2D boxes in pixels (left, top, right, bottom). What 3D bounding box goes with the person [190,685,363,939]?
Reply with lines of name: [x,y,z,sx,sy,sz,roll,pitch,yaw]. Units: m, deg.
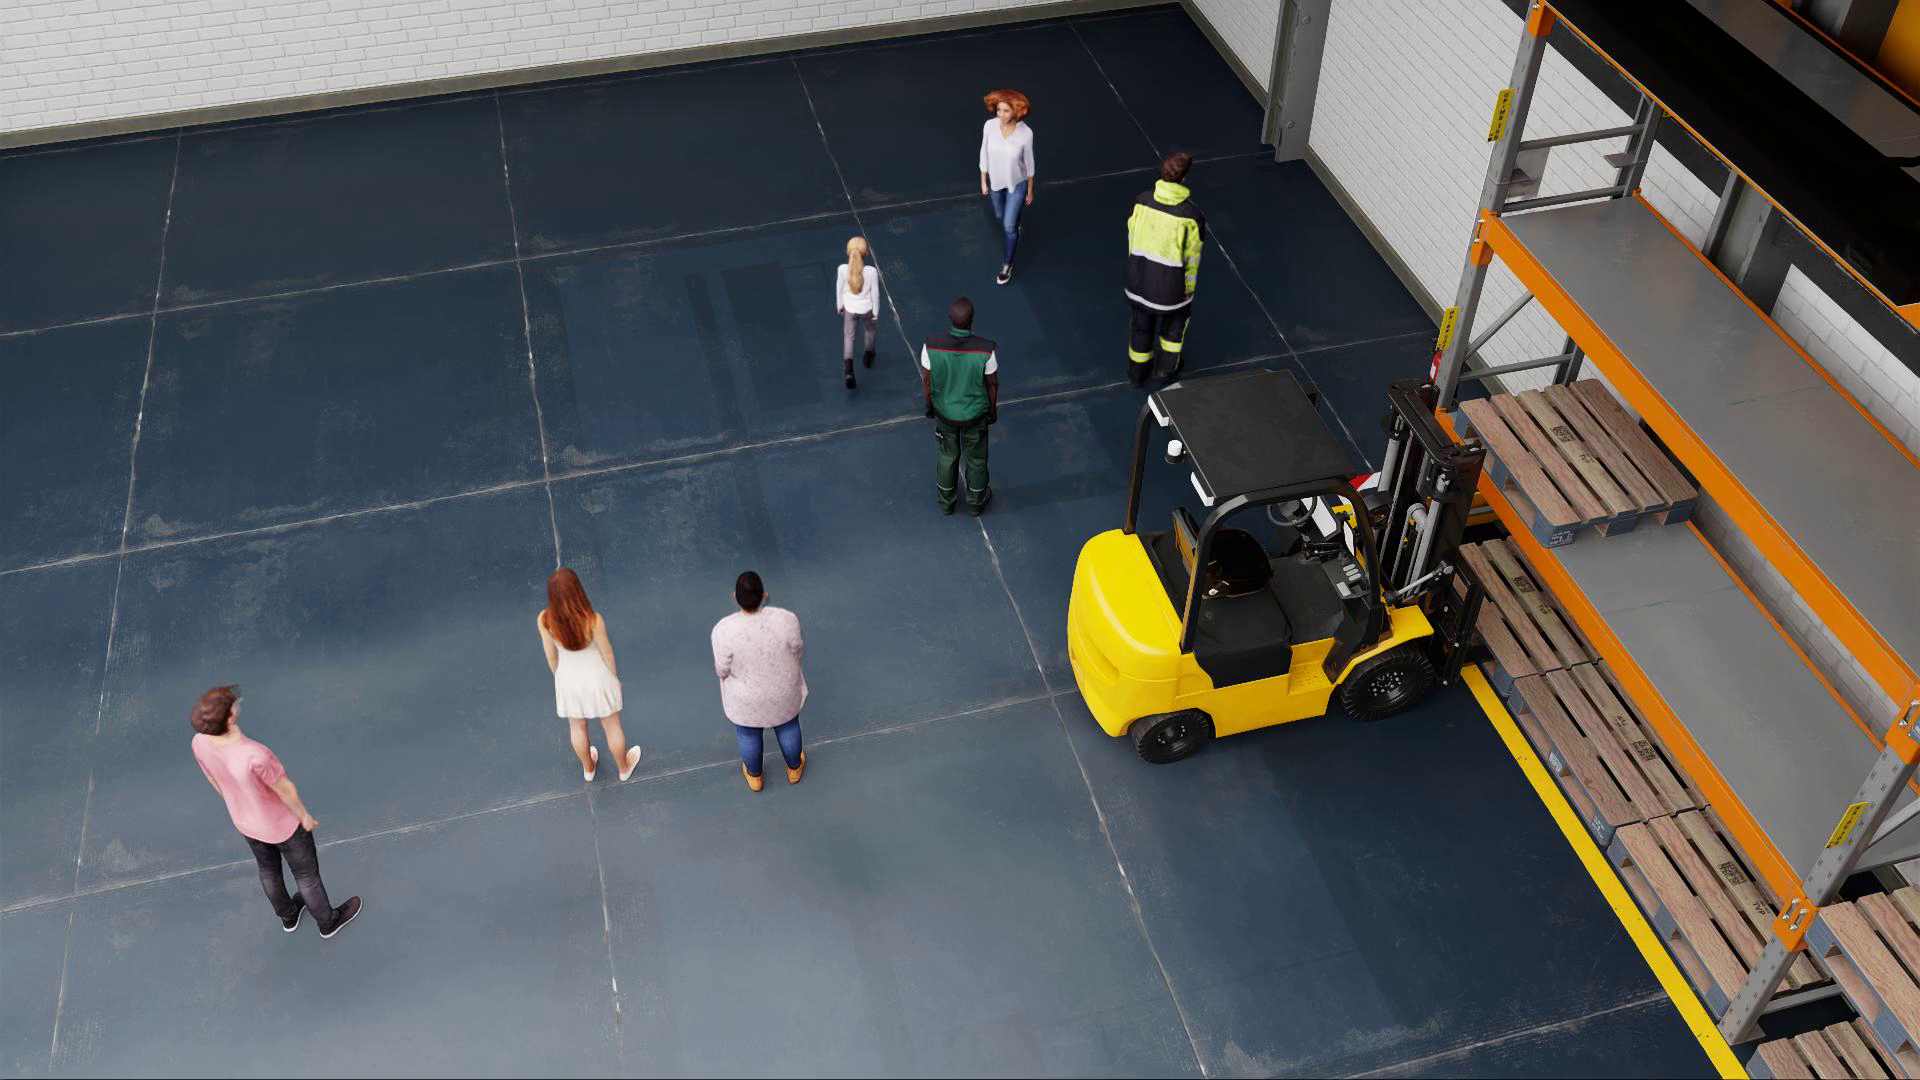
person: [-3.739,1.492,8.954,0.706,1.960,0.713,10,45,10]

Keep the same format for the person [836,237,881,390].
person: [-0.795,-1.752,12.865,0.687,1.262,0.904,5,44,5]

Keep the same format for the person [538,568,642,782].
person: [-2.223,0.816,9.844,0.624,1.711,0.631,2,44,2]

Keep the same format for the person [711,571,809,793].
person: [-1.175,0.831,9.806,0.684,1.743,0.617,-9,44,-9]

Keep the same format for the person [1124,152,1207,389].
person: [1.473,-1.971,12.588,0.922,1.961,0.961,16,46,16]

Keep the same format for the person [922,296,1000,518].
person: [0.011,-0.909,11.562,0.769,1.840,0.749,5,44,5]

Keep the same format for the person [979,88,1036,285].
person: [0.443,-3.049,13.924,1.033,1.680,1.143,18,46,18]
